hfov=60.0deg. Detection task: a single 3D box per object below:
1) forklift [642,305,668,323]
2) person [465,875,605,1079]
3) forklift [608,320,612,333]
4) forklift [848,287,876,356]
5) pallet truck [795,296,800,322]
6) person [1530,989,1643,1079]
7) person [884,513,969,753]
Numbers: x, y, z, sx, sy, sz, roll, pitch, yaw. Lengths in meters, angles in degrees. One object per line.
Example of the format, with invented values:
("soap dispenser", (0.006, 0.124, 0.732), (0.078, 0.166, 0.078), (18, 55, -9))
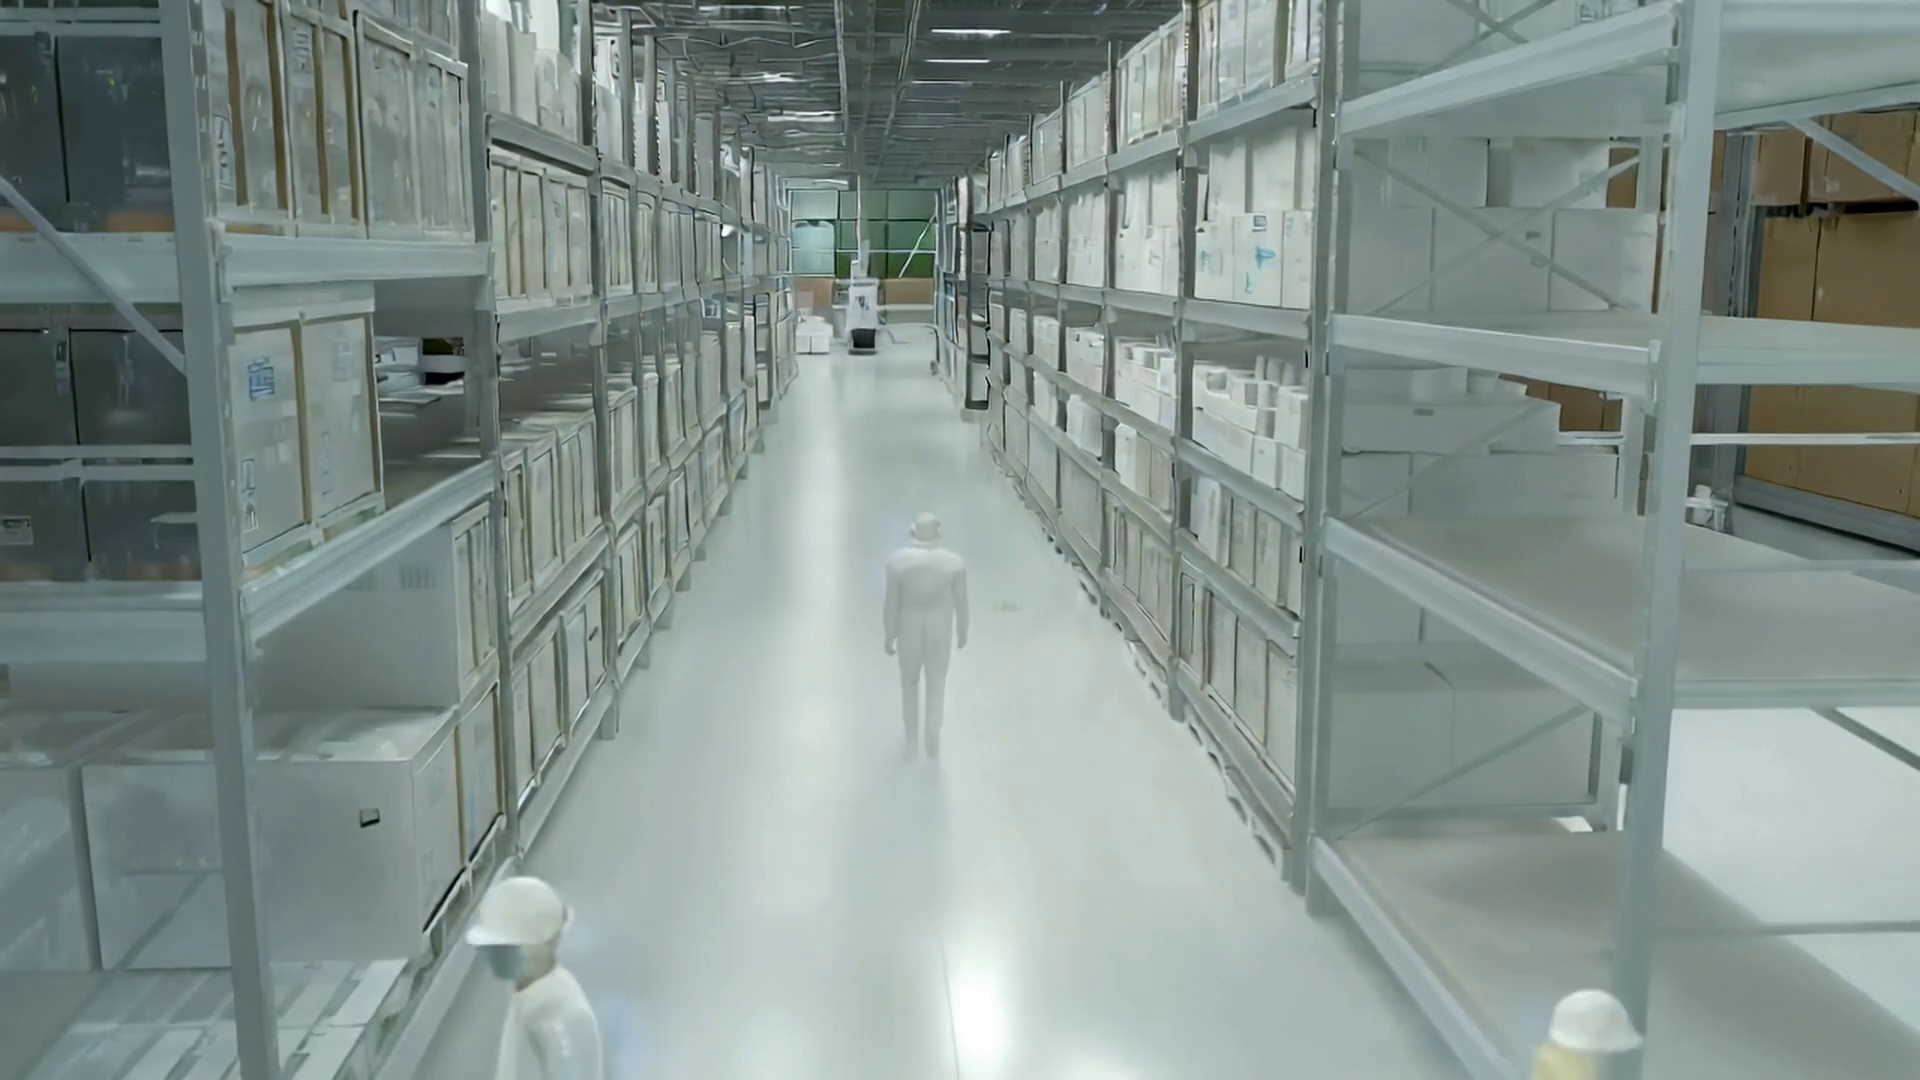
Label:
("forklift", (-9.932, -6.641, 54.139), (1.129, 2.768, 1.873), (-1, 10, -3))
("person", (-1.237, 1.992, 5.329), (0.931, 1.966, 0.631), (-3, 10, -20))
("forklift", (-9.463, -5.376, 46.580), (1.129, 2.768, 1.873), (-1, 10, -4))
("forklift", (-4.014, -8.949, 67.922), (1.129, 2.768, 1.873), (-1, 10, -4))
("pallet truck", (-8.622, -12.439, 91.403), (1.885, 1.965, 0.823), (2, 10, 13))
("person", (1.821, 2.162, 4.947), (0.380, 1.731, 0.503), (-1, 10, -5))
("person", (-0.268, 0.702, 13.290), (0.678, 1.856, 0.969), (0, 10, -2))
